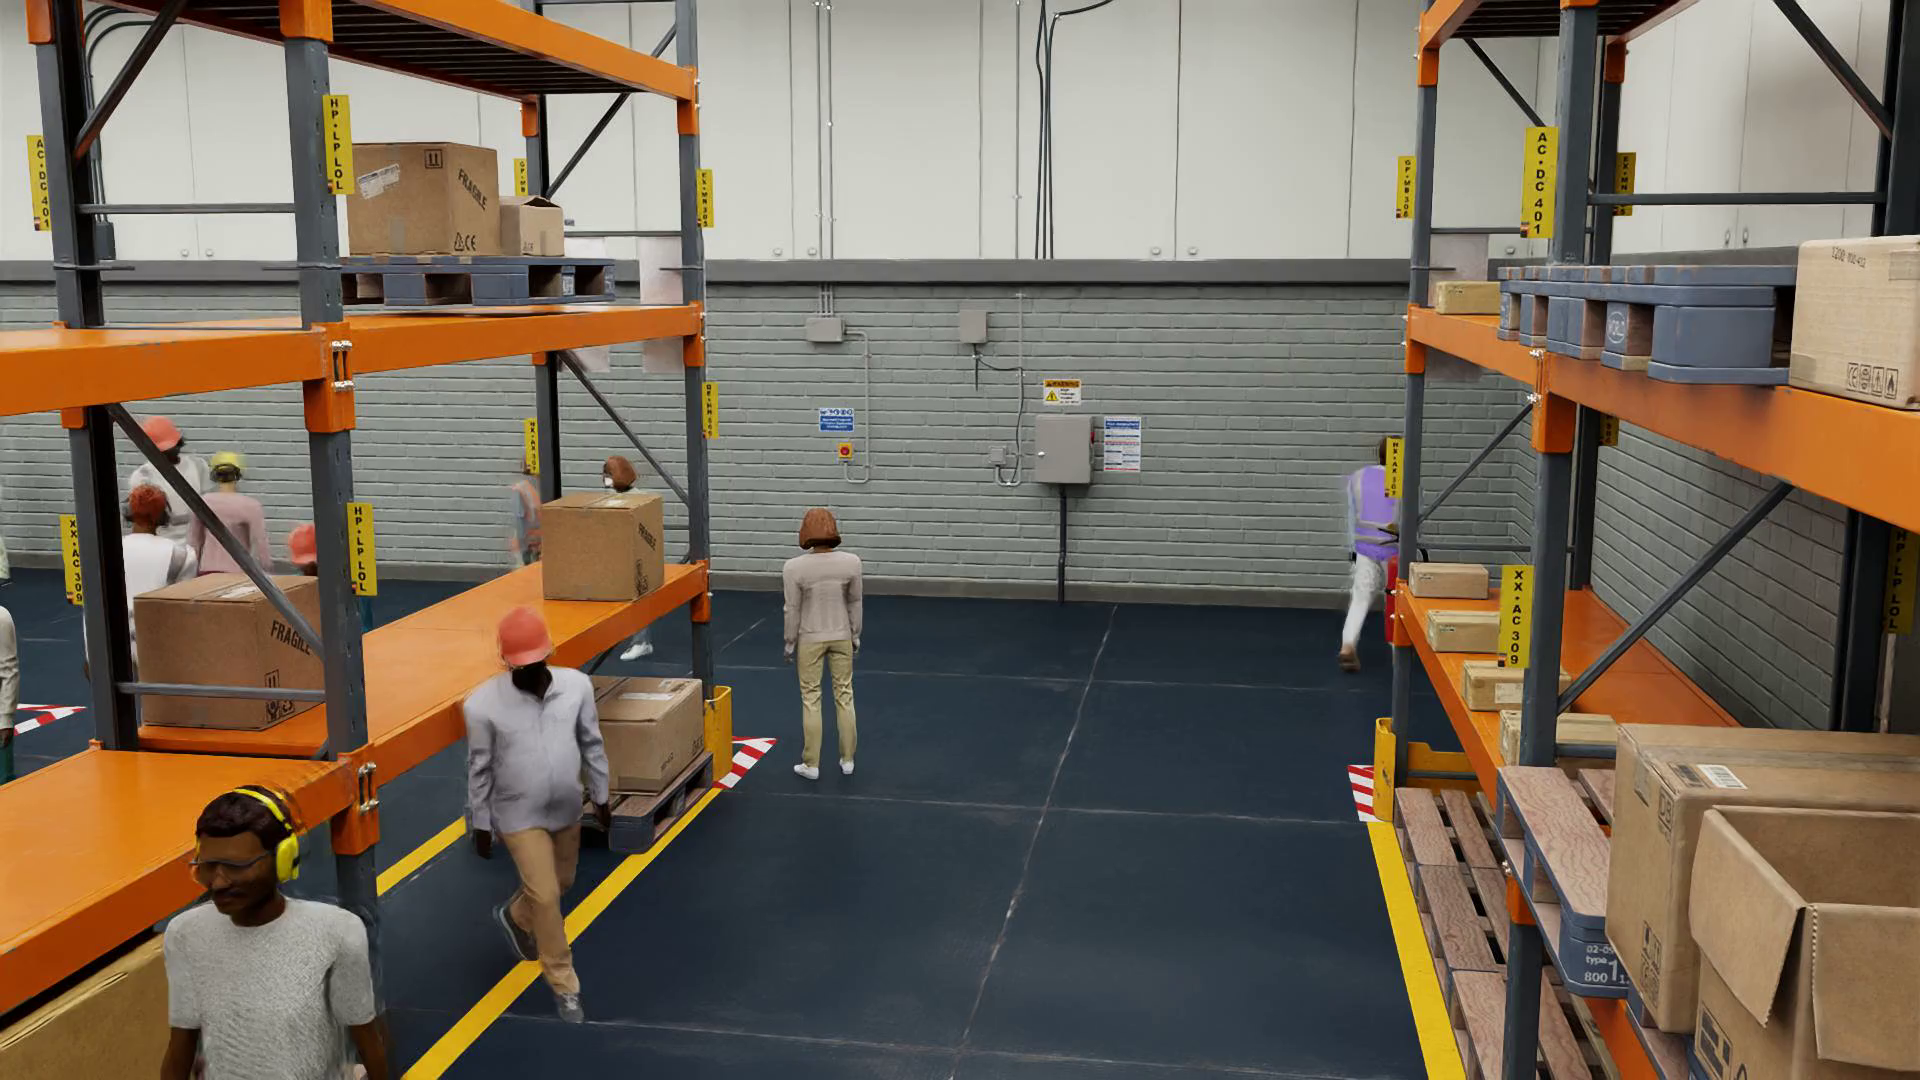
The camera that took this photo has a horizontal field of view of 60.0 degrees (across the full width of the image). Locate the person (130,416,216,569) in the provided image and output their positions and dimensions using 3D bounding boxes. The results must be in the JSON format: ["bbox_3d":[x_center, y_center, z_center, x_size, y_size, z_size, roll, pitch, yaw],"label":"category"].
[{"bbox_3d":[-5.860,0.047,12.384,0.762,1.985,0.703,5,11,29],"label":"person"}]

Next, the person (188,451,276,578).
[{"bbox_3d":[-5.262,0.247,11.923,0.624,1.741,0.562,1,9,6],"label":"person"}]

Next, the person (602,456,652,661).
[{"bbox_3d":[-2.569,0.147,12.918,0.560,1.608,0.523,9,13,44],"label":"person"}]

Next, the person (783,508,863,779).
[{"bbox_3d":[-0.818,0.616,9.952,0.497,1.632,0.289,-4,10,-23],"label":"person"}]

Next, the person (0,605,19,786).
[{"bbox_3d":[-4.805,0.853,8.077,0.522,1.770,0.308,2,9,14],"label":"person"}]

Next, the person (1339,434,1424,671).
[{"bbox_3d":[3.191,0.098,12.610,0.624,1.813,0.890,7,12,38],"label":"person"}]

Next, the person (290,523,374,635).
[{"bbox_3d":[-3.437,0.735,8.956,0.579,1.724,0.702,-5,10,-28],"label":"person"}]

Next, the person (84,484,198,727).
[{"bbox_3d":[-4.507,0.625,9.192,0.611,1.863,0.708,-5,11,-29],"label":"person"}]

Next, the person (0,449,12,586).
[{"bbox_3d":[-9.433,-0.408,15.948,0.574,1.737,0.353,4,10,22],"label":"person"}]

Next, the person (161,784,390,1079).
[{"bbox_3d":[-1.657,1.486,3.903,0.541,1.846,0.692,2,9,11],"label":"person"}]

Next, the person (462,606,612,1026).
[{"bbox_3d":[-1.770,1.075,6.895,0.590,1.711,0.774,-7,12,-38],"label":"person"}]
